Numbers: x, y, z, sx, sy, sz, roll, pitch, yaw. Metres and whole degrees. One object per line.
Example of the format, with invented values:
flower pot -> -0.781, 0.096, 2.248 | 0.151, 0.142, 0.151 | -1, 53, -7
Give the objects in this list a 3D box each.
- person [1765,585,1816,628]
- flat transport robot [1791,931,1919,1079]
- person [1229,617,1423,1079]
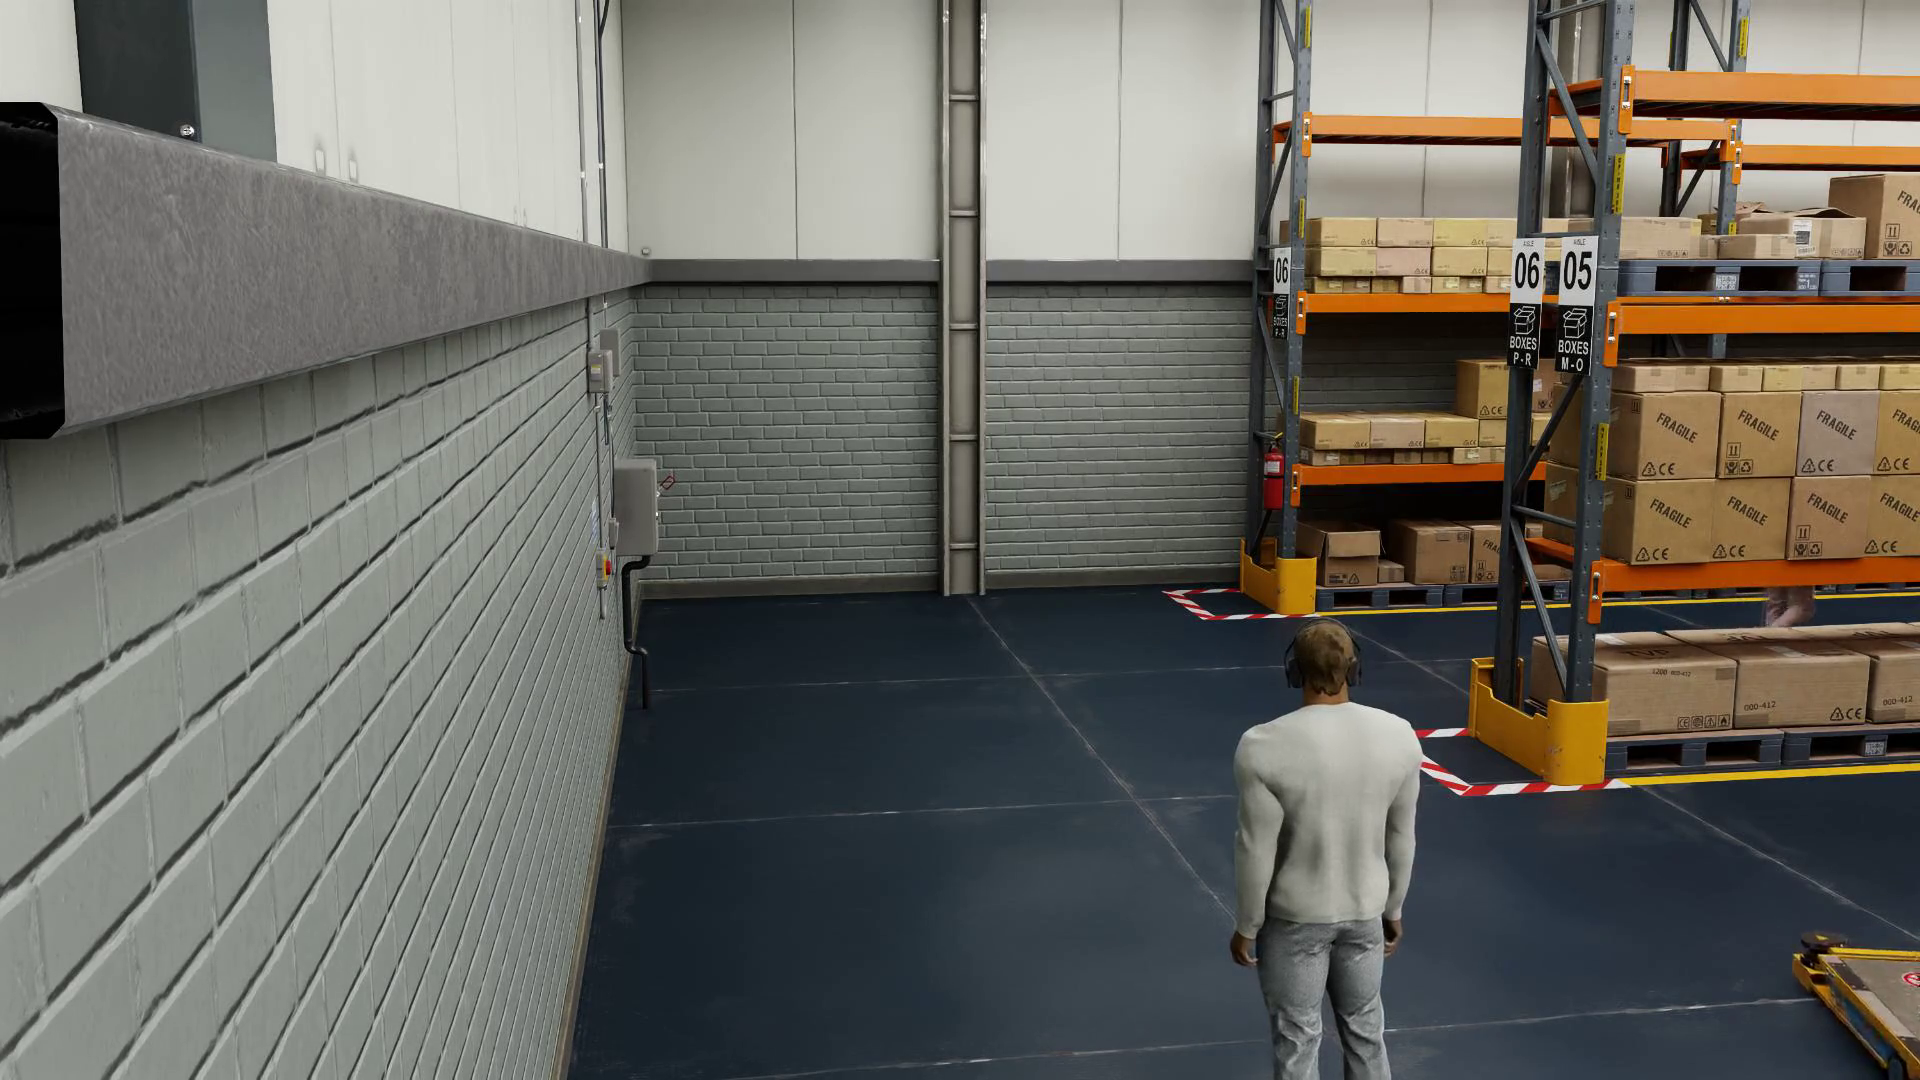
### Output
person -> 5.990, 0.096, 12.131 | 0.583, 1.972, 0.618 | -3, 10, -18
flat transport robot -> 3.795, 1.874, 6.380 | 0.652, 0.197, 1.431 | 1, 9, 7
person -> 1.161, 1.210, 5.368 | 0.629, 1.934, 0.377 | -2, 9, -13
